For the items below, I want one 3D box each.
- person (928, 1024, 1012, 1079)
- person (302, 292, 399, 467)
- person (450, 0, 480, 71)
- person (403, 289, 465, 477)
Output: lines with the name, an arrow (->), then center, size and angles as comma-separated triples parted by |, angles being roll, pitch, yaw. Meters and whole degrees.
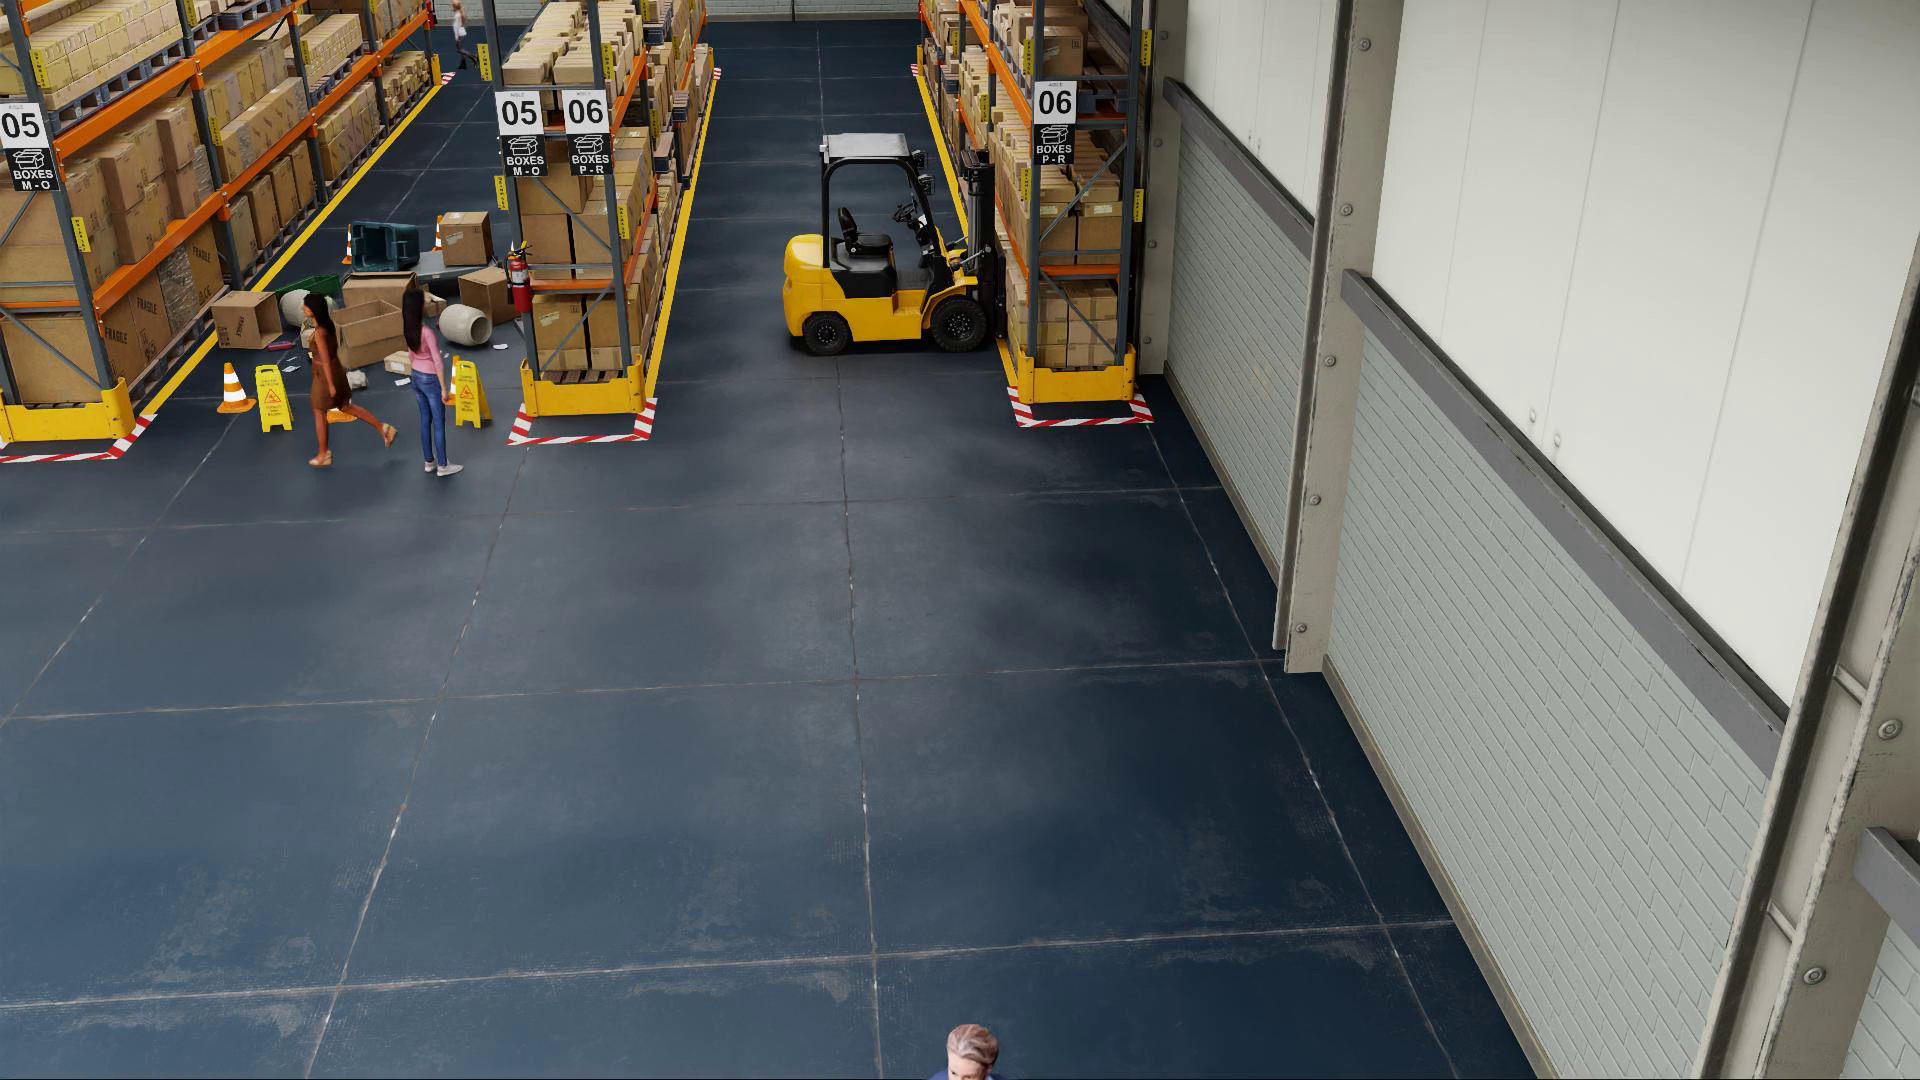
person -> 0.078, 2.684, 6.947 | 0.804, 1.858, 0.918 | 6, 28, 11
person -> -5.676, -1.462, 15.210 | 0.692, 1.665, 1.001 | -5, 28, -10
person -> -9.297, -9.445, 31.146 | 0.570, 1.269, 0.638 | -2, 27, -3
person -> -4.829, -1.441, 15.085 | 0.632, 1.742, 0.690 | 20, 33, 34
